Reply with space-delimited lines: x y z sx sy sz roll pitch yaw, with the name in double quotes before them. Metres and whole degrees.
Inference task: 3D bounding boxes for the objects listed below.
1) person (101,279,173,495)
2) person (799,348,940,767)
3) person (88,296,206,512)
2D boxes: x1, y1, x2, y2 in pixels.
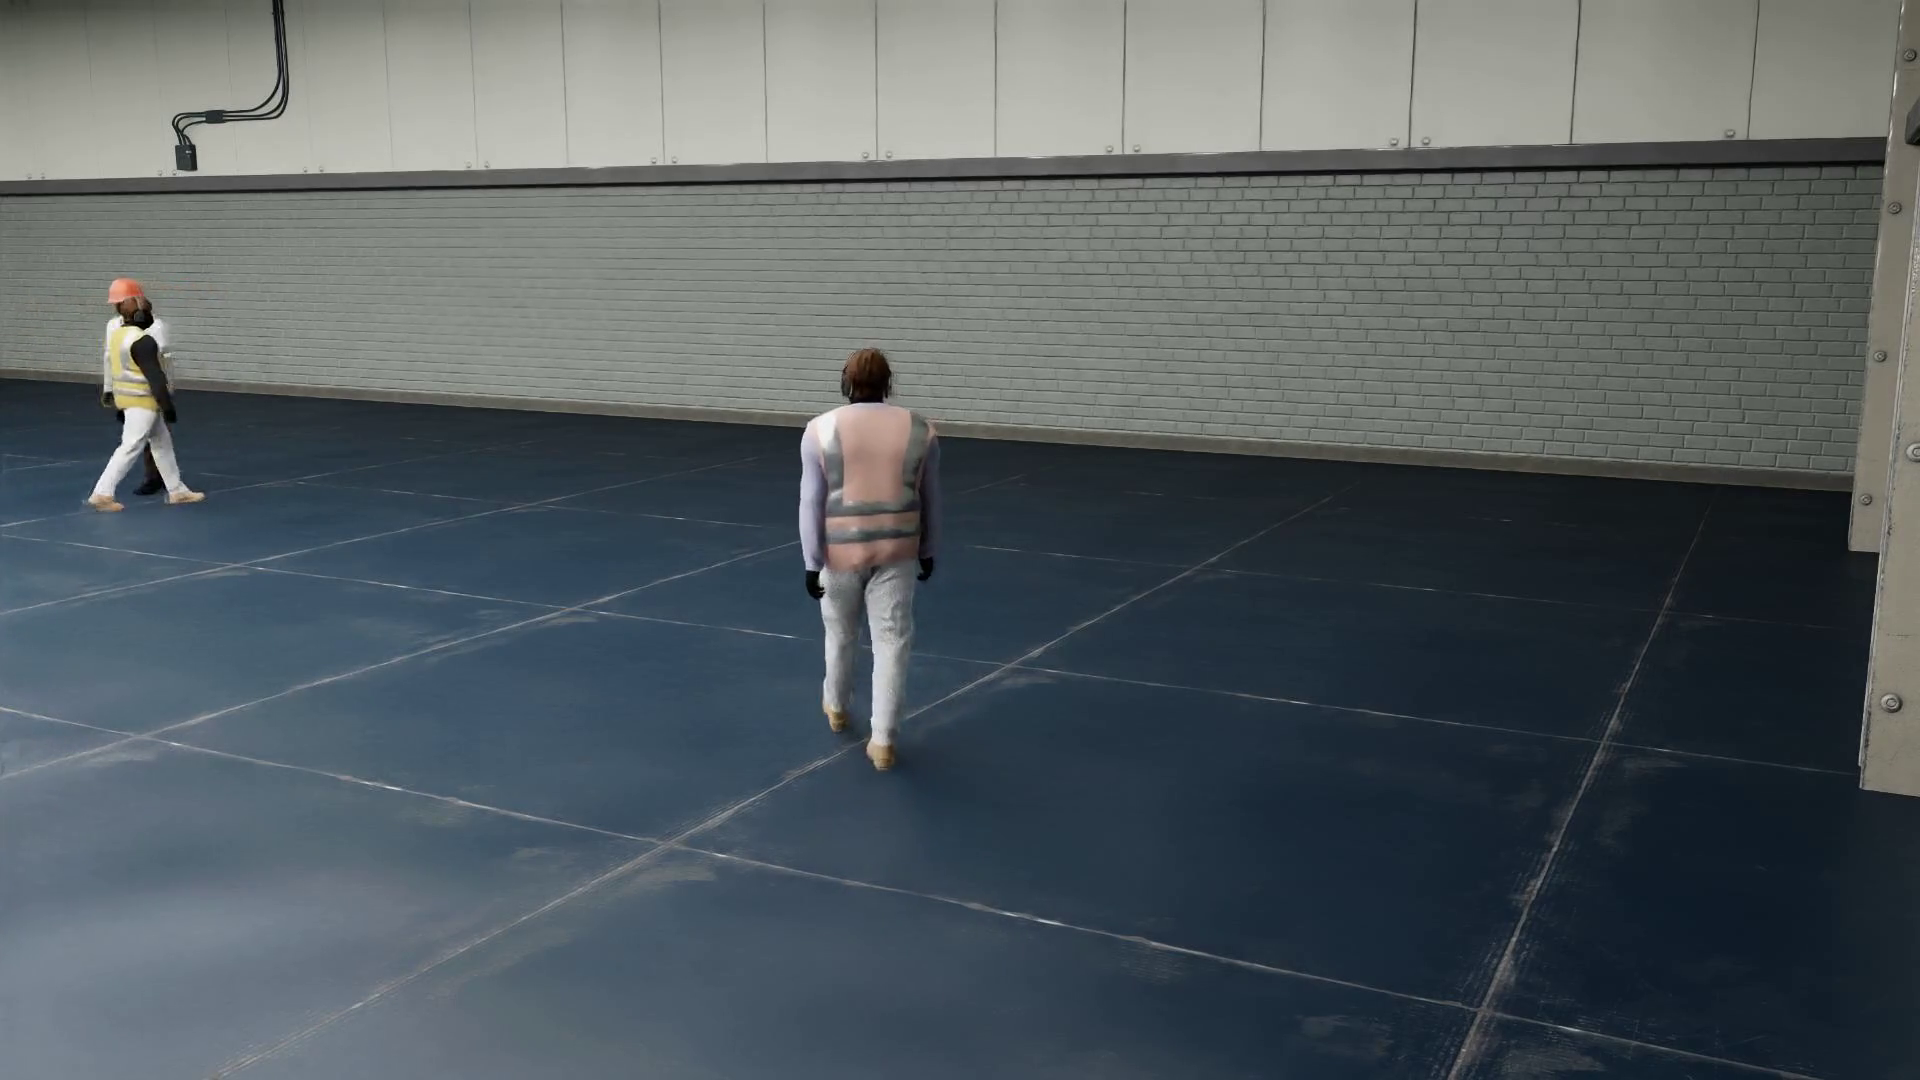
"person" -7.356 -1.352 14.769 0.536 1.902 0.717 4 11 19
"person" -0.416 0.046 7.450 0.646 1.795 0.941 -2 11 -11
"person" -6.921 -1.144 13.960 0.944 1.804 0.627 -9 14 -41
